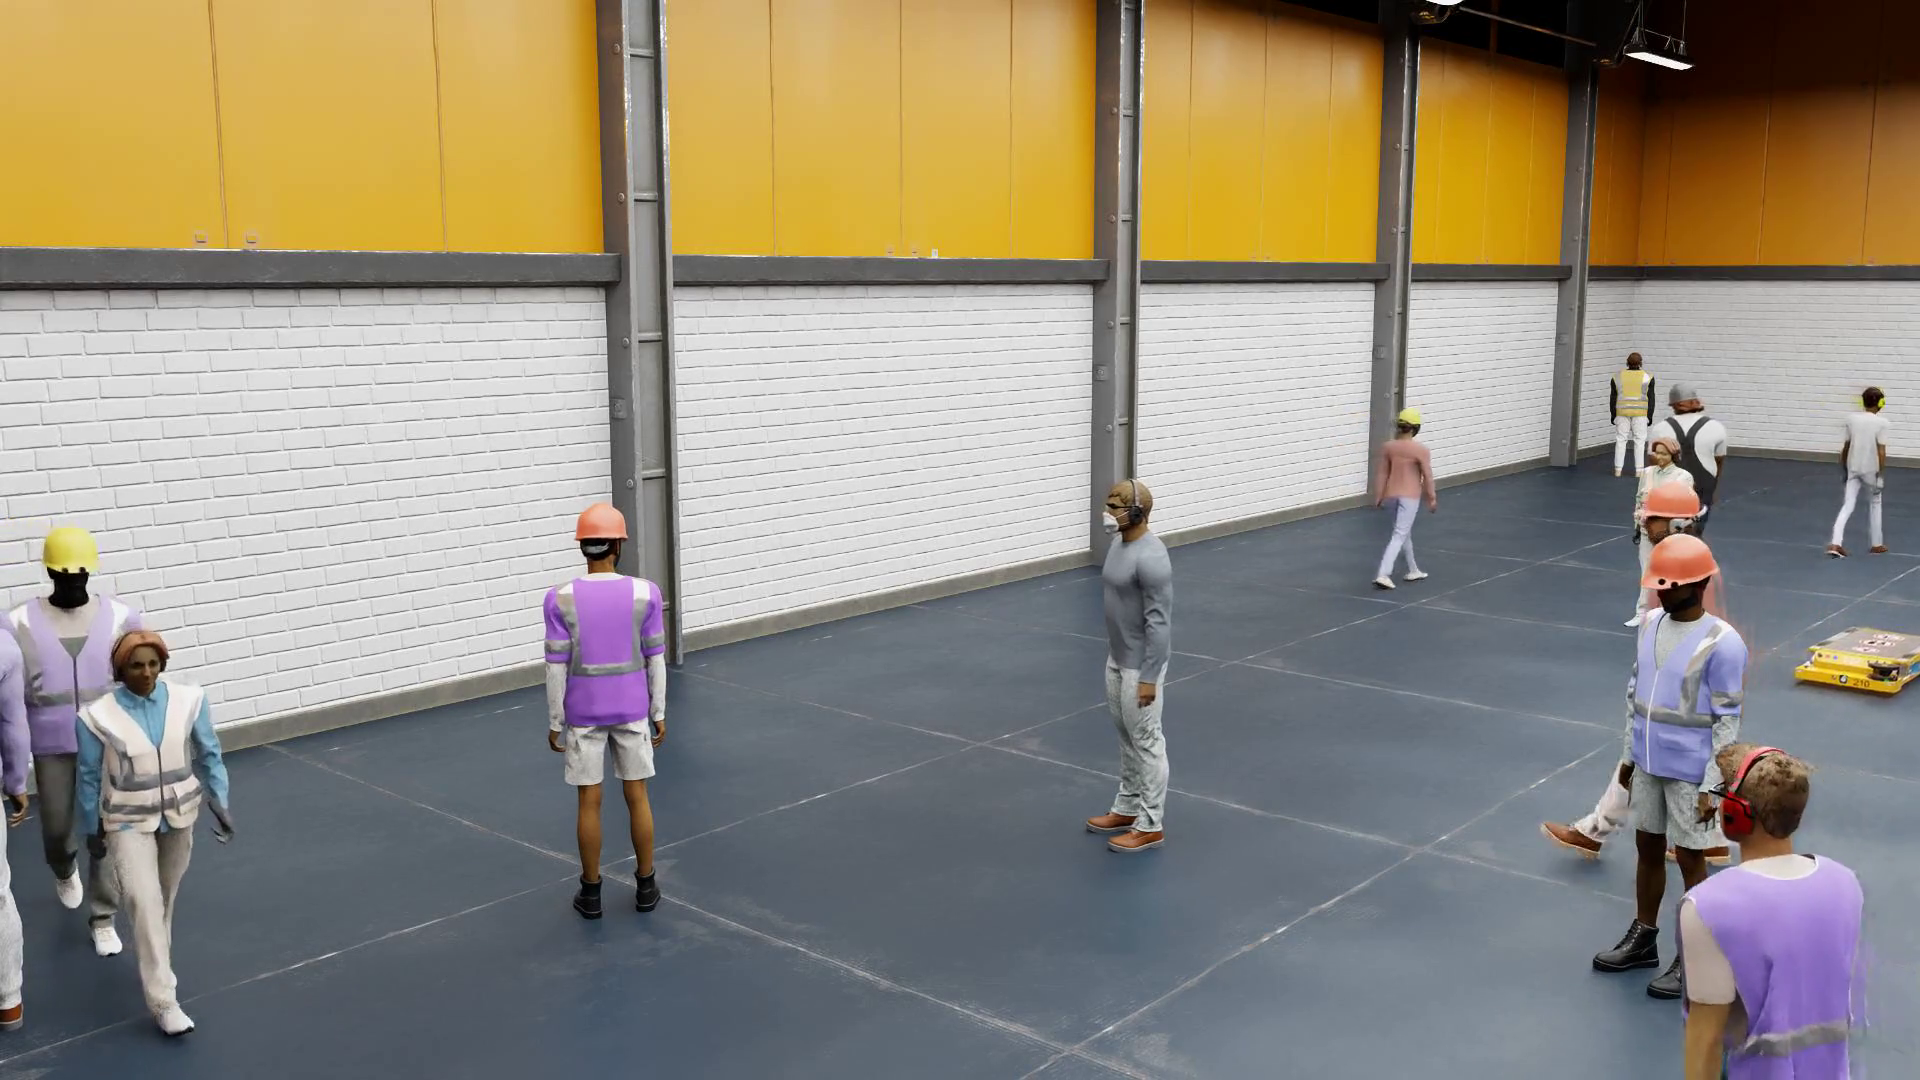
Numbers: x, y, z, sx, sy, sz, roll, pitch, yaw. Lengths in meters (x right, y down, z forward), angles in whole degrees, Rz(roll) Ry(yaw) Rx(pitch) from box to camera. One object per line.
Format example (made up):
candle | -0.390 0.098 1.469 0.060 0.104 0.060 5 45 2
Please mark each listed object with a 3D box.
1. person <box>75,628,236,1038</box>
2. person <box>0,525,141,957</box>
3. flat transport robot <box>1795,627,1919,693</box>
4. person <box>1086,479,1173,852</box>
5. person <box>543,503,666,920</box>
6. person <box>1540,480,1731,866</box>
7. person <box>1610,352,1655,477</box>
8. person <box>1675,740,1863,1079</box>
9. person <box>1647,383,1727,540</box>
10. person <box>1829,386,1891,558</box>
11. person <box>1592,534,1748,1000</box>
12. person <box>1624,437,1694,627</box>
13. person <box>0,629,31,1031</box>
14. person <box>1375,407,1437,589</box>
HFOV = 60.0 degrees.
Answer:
person | -3.233 1.131 6.685 0.855 1.587 0.518 9 12 43
person | -3.974 0.855 7.462 0.593 1.901 0.781 -6 11 -32
flat transport robot | 6.821 0.874 12.407 0.652 0.197 1.431 9 12 43
person | 0.901 0.645 8.630 0.378 1.940 0.629 -2 9 -12
person | -1.647 0.790 7.743 0.550 1.928 0.378 -3 9 -17
person | 3.459 0.672 8.385 0.987 1.951 0.653 3 10 18
person | 9.929 -1.847 24.577 0.625 1.846 0.429 5 10 27
person | 1.980 1.397 4.320 0.582 1.795 0.947 -3 10 -20
person | 6.832 -0.530 15.686 0.678 2.000 1.027 5 10 27
person | 9.543 -0.713 17.594 0.986 1.817 0.532 -7 11 -36
person | 2.943 0.926 6.893 0.366 1.931 0.542 -4 10 -22
person | 5.866 -0.046 13.912 0.309 1.638 0.511 -6 11 -32
person | -3.919 0.999 6.406 0.366 1.939 0.635 8 12 42
person | 4.241 -0.405 15.903 0.906 1.724 0.553 -7 11 -37
